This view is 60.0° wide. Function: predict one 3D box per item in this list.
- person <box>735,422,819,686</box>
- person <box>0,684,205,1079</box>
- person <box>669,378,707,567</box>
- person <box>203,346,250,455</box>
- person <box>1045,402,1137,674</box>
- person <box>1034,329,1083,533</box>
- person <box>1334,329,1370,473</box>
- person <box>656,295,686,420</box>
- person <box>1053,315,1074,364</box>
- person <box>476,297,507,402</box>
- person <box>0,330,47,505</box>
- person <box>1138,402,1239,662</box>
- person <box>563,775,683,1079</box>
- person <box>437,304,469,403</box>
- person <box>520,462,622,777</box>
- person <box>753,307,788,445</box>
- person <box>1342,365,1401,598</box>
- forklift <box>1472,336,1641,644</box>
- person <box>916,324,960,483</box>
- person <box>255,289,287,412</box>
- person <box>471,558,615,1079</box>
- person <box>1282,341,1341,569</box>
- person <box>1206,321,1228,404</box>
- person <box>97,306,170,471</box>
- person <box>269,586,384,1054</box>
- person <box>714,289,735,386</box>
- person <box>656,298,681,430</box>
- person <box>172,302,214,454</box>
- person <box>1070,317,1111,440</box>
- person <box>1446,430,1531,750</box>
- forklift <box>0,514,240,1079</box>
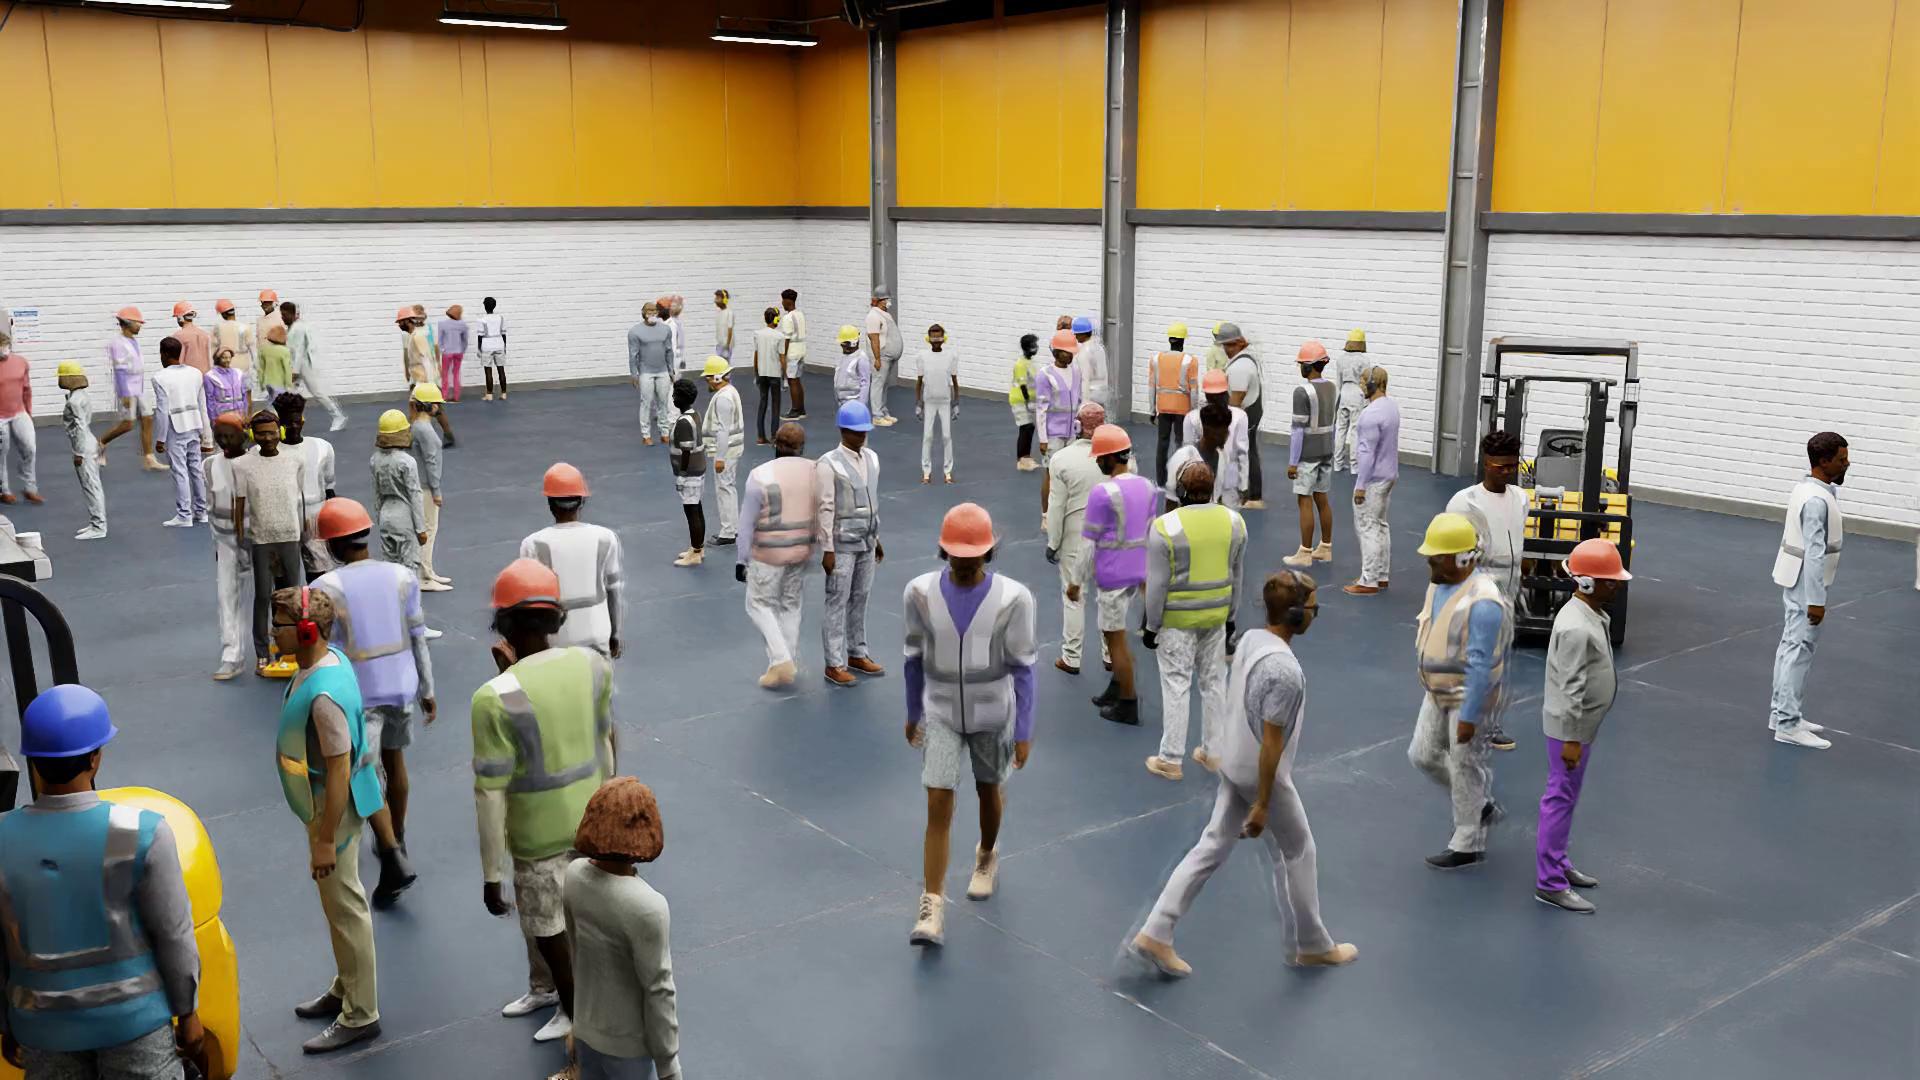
[{"bbox_3d":[-1.207,0.106,11.299,0.669,1.812,0.461,-9,15,-38],"label":"person"},{"bbox_3d":[-2.513,1.370,4.842,0.602,1.949,0.391,-1,12,-6],"label":"person"},{"bbox_3d":[-2.453,-0.606,14.996,0.319,1.697,0.533,0,12,1],"label":"person"},{"bbox_3d":[-8.354,-1.393,18.965,0.316,1.629,0.509,7,13,29],"label":"person"},{"bbox_3d":[0.903,-0.011,11.617,0.653,1.905,0.408,-3,12,-13],"label":"person"},{"bbox_3d":[1.004,-1.058,16.388,0.611,2.030,0.410,-11,16,-42],"label":"person"},{"bbox_3d":[4.752,-1.678,20.091,0.320,1.737,0.487,-9,15,-37],"label":"person"},{"bbox_3d":[-4.201,-2.670,24.546,0.782,1.866,0.723,2,12,8],"label":"person"},{"bbox_3d":[1.485,-2.389,23.772,0.324,1.634,0.524,0,12,2],"label":"person"},{"bbox_3d":[-7.608,-3.099,27.038,0.541,1.696,0.316,-11,16,-43],"label":"person"},{"bbox_3d":[-10.208,-1.296,17.831,0.769,1.900,0.641,8,14,33],"label":"person"},{"bbox_3d":[1.721,-0.078,12.069,1.155,1.854,0.619,10,15,40],"label":"person"},{"bbox_3d":[-1.011,1.501,4.998,0.289,1.629,0.501,-11,16,-42],"label":"person"},{"bbox_3d":[-8.183,-2.979,26.713,0.556,1.594,0.390,-9,15,-38],"label":"person"},{"bbox_3d":[-2.133,0.508,9.174,0.560,1.885,0.971,-6,13,-25],"label":"person"},{"bbox_3d":[-2.530,-2.176,22.203,0.531,1.854,0.330,6,13,26],"label":"person"},{"bbox_3d":[3.468,-0.492,13.900,0.367,1.926,0.637,7,14,31],"label":"person"},{"bbox_3d":[4.683,-0.471,13.136,1.214,2.155,2.313,4,12,20],"label":"forklift"},{"bbox_3d":[-0.259,-1.578,19.304,0.511,1.862,0.324,0,12,0],"label":"person"},{"bbox_3d":[-9.835,-2.583,23.813,0.622,1.997,0.372,5,13,24],"label":"person"},{"bbox_3d":[-1.512,1.071,6.124,0.468,2.026,0.661,8,14,35],"label":"person"},{"bbox_3d":[3.153,-0.769,14.984,0.607,2.036,0.409,-11,16,-42],"label":"person"},{"bbox_3d":[3.275,-1.870,20.934,0.308,1.769,0.525,9,15,37],"label":"person"},{"bbox_3d":[-10.068,-1.809,20.057,0.867,2.012,0.627,0,12,1],"label":"person"},{"bbox_3d":[-2.461,1.075,6.515,0.388,1.847,0.563,-5,13,-23],"label":"person"},{"bbox_3d":[-3.752,-3.043,26.386,0.360,1.860,0.567,-9,15,-36],"label":"person"},{"bbox_3d":[-4.178,-2.522,23.810,0.359,1.880,0.576,-5,13,-21],"label":"person"},{"bbox_3d":[-9.856,-2.057,21.328,0.410,1.980,0.627,3,12,12],"label":"person"},{"bbox_3d":[1.629,-1.696,19.788,0.708,1.902,0.633,6,13,28],"label":"person"},{"bbox_3d":[3.145,0.311,9.914,0.613,1.963,0.361,-6,13,-28],"label":"person"},{"bbox_3d":[-3.687,1.115,5.480,2.313,2.155,1.214,-9,15,-36],"label":"forklift"}]
